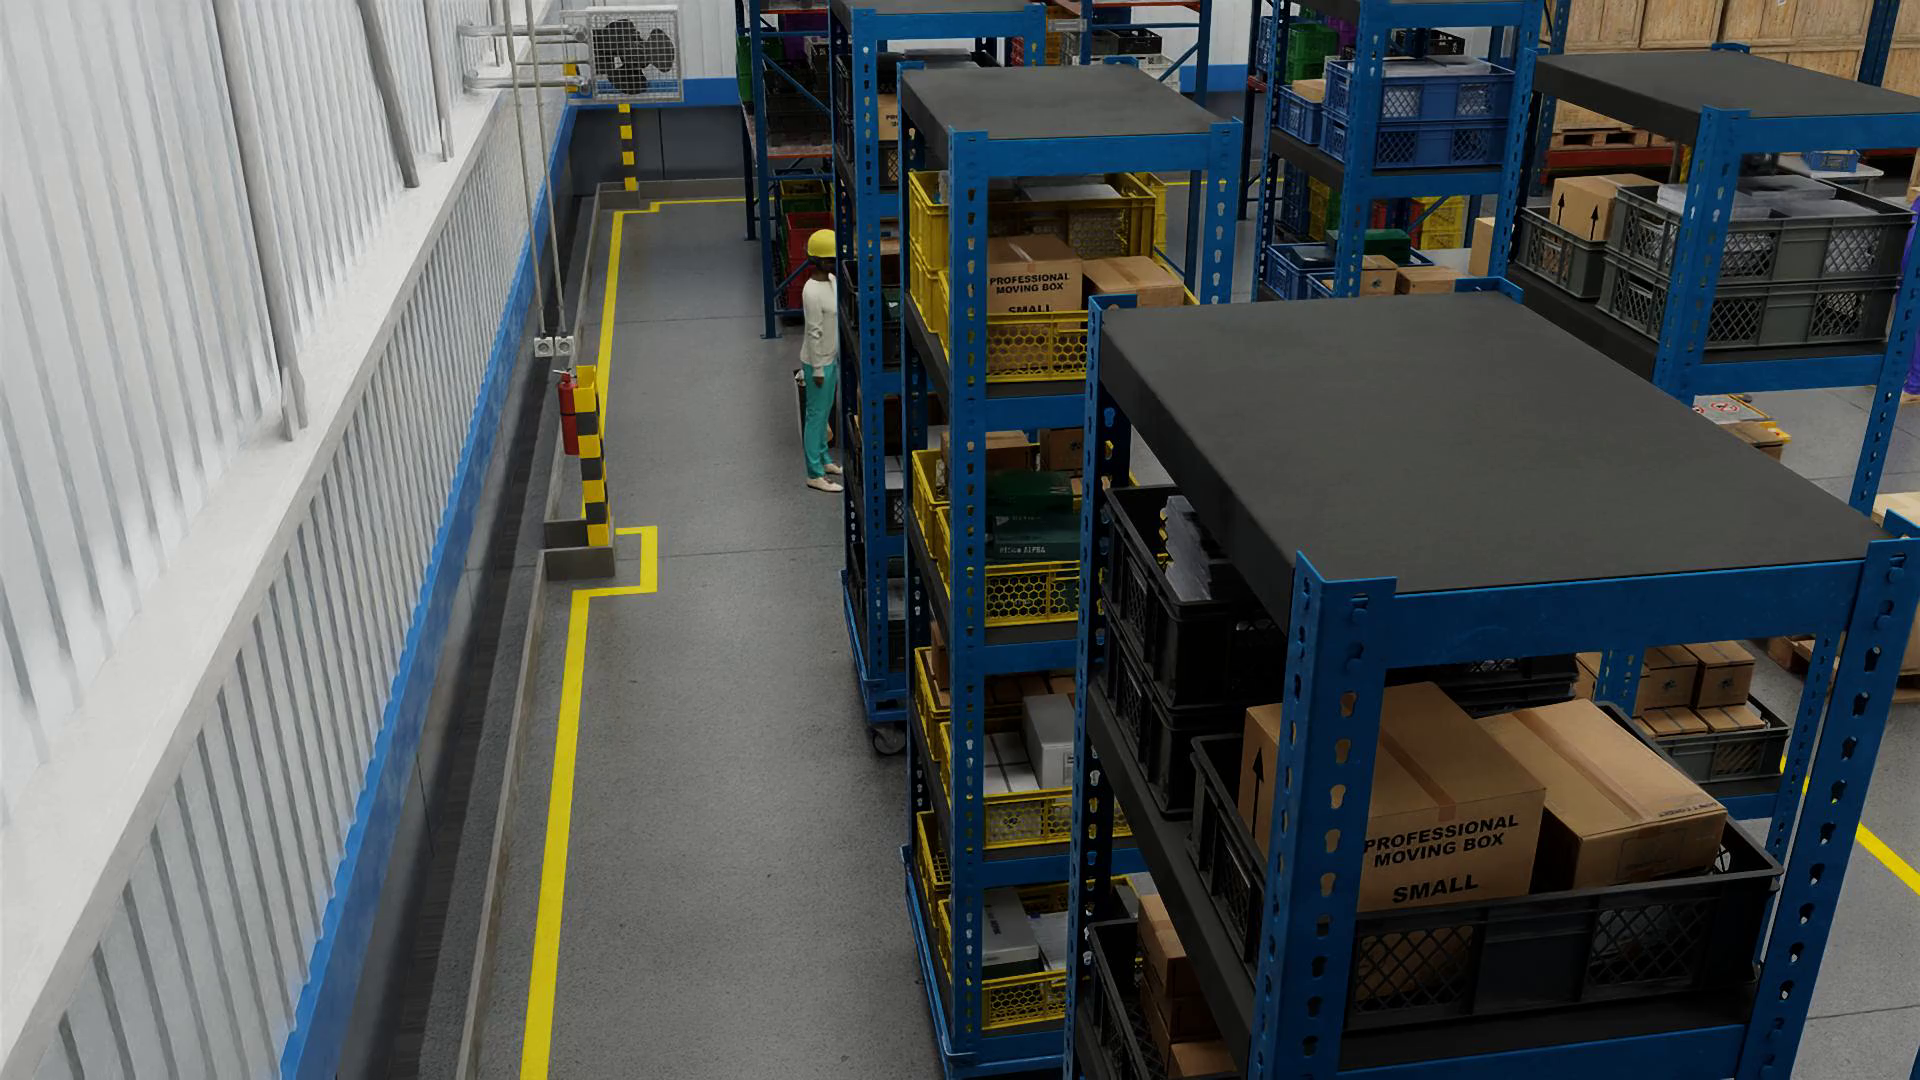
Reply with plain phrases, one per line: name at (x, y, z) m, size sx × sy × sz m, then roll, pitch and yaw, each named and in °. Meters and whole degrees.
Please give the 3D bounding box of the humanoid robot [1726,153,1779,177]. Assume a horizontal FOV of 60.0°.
humanoid robot at (7.294, -3.162, 15.485) m, size 0.629 × 1.652 × 0.363 m, roll -3°, pitch 25°, yaw -7°

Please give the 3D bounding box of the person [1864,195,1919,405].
person at (7.319, -2.053, 12.643) m, size 0.536 × 2.000 × 0.679 m, roll 2°, pitch 25°, yaw 5°

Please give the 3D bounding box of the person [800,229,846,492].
person at (-0.896, -1.209, 11.132) m, size 0.326 × 1.768 × 0.524 m, roll 4°, pitch 25°, yaw 9°

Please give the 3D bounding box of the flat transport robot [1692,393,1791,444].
flat transport robot at (5.224, -0.859, 12.132) m, size 1.431 × 0.197 × 0.652 m, roll -4°, pitch 25°, yaw -8°
